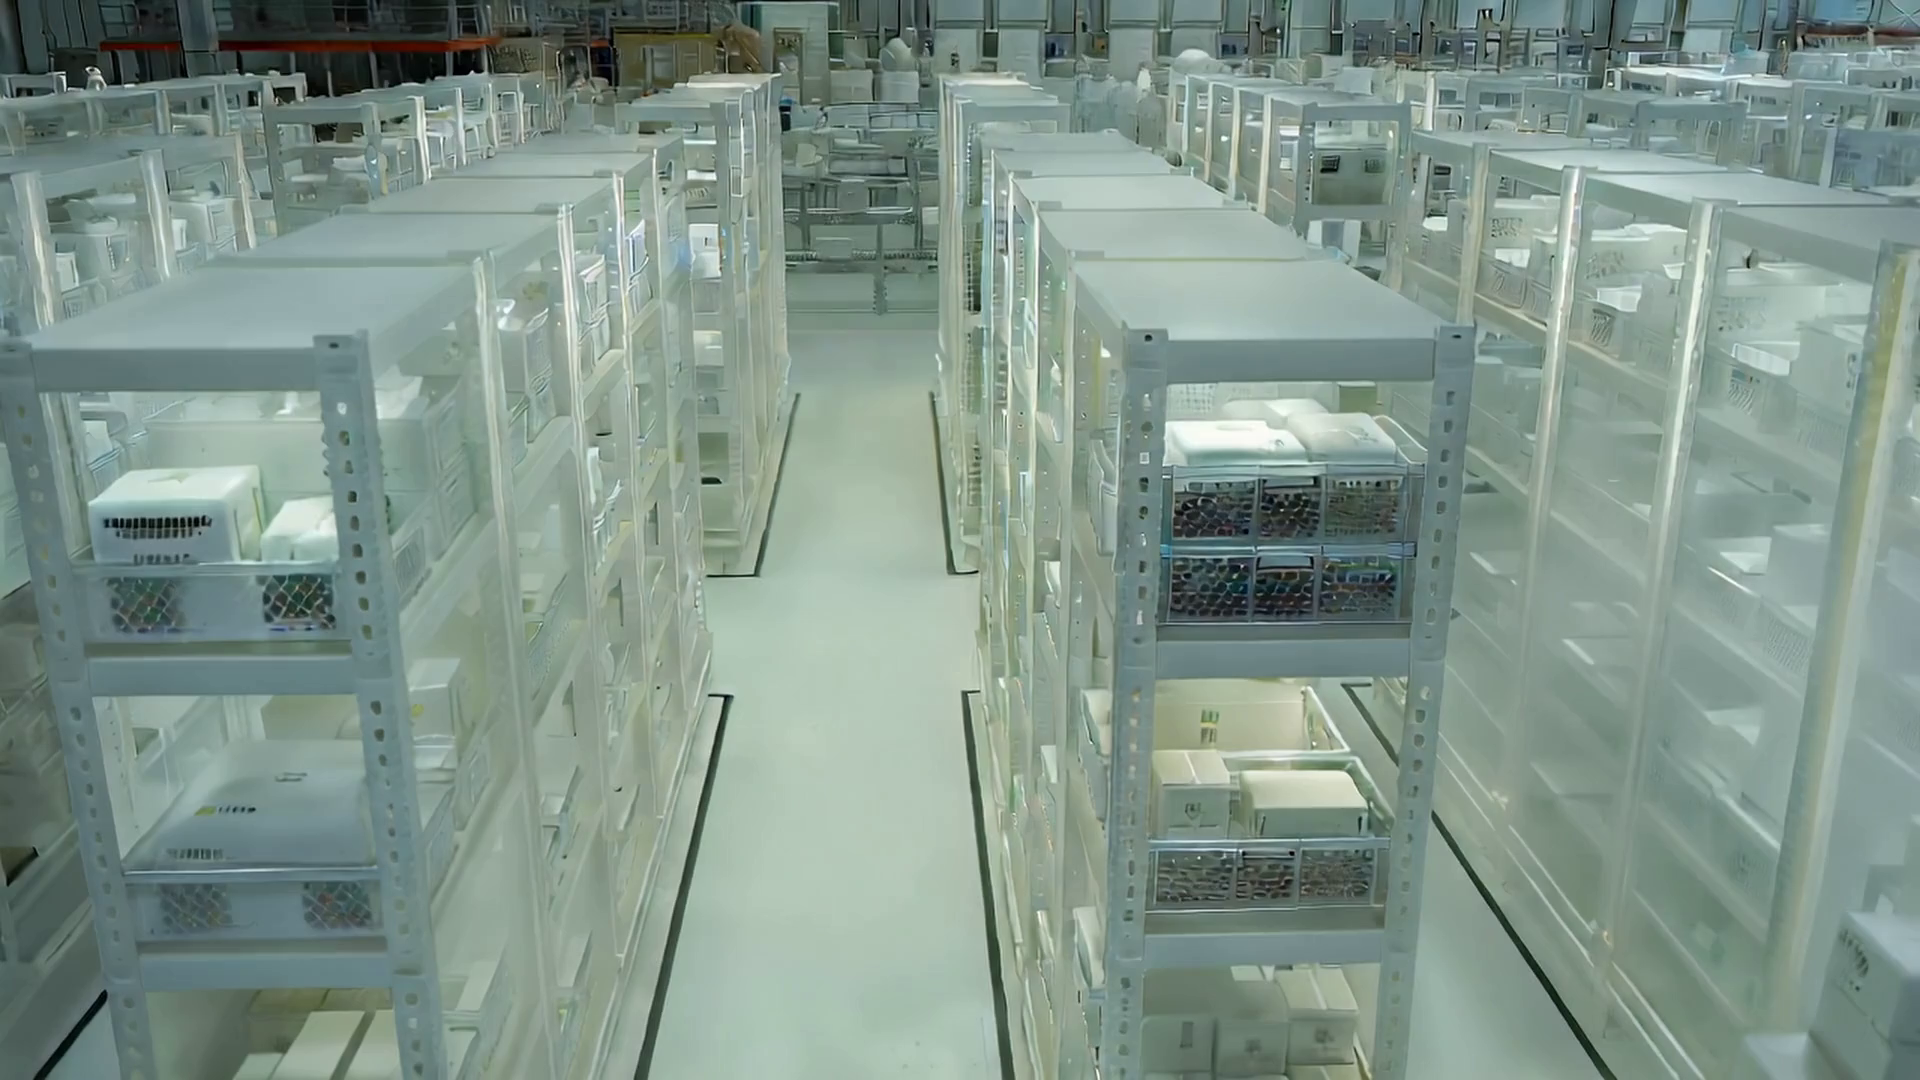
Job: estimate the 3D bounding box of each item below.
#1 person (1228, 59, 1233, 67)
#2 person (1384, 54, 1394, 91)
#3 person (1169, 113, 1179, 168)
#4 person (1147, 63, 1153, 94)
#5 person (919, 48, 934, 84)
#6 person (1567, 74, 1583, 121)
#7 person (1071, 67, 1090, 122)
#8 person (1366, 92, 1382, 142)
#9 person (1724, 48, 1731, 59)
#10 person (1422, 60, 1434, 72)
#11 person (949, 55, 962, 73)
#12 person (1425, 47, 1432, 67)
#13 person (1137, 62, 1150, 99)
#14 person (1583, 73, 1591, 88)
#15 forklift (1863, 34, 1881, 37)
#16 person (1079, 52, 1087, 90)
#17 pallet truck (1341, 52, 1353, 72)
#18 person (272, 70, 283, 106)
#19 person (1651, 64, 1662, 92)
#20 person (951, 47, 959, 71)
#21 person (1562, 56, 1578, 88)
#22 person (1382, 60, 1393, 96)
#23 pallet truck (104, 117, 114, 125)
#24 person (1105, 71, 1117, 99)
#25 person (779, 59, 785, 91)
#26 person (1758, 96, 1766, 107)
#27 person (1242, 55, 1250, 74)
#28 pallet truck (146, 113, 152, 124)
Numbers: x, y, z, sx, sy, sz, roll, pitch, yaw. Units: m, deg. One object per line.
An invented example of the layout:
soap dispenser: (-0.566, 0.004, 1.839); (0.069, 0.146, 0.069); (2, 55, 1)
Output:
person: (13.084, -22.472, 80.700); (0.928, 1.684, 0.498); (10, 20, 28)
person: (21.795, -23.818, 84.709); (0.511, 1.794, 0.970); (-11, 21, -30)
person: (5.137, -9.362, 40.021); (0.309, 1.769, 0.523); (-3, 18, -10)
person: (8.409, -20.309, 73.898); (0.395, 1.750, 0.536); (-3, 18, -10)
person: (-1.857, -26.135, 91.719); (1.000, 1.904, 0.607); (14, 23, 37)
person: (21.335, -15.219, 57.868); (0.364, 1.935, 0.552); (-11, 21, -30)
person: (4.535, -16.746, 62.480); (0.827, 2.017, 0.613); (-12, 22, -33)
person: (11.991, -12.101, 48.415); (0.624, 1.807, 0.718); (-1, 18, -2)
person: (41.551, -25.688, 90.263); (0.366, 1.938, 0.630); (1, 18, 2)
person: (20.480, -20.045, 72.843); (0.581, 1.919, 0.395); (-5, 19, -15)
person: (-0.242, -22.465, 80.360); (0.727, 1.888, 0.571); (-13, 22, -35)
person: (26.030, -26.385, 92.425); (0.359, 1.936, 0.544); (-1, 18, -4)
person: (7.455, -18.419, 67.684); (0.400, 1.990, 0.624); (-15, 23, -39)
person: (24.292, -17.196, 64.415); (0.334, 1.693, 0.590); (-5, 18, -14)
forklift: (44.131, -23.197, 81.047); (1.129, 2.768, 1.873); (-1, 18, -2)
person: (6.301, -24.027, 85.203); (0.441, 1.910, 0.636); (-2, 18, -5)
pallet truck: (18.794, -23.123, 82.231); (0.823, 1.965, 1.885); (-13, 22, -35)
person: (-25.860, -16.820, 62.945); (0.472, 1.871, 0.583); (0, 18, -1)
person: (31.572, -20.843, 75.350); (0.623, 1.889, 0.728); (-17, 24, -42)
person: (-0.323, -26.568, 92.990); (0.552, 1.933, 0.372); (-14, 23, -38)
person: (28.188, -21.383, 76.952); (0.627, 1.934, 0.370); (7, 19, 21)
person: (20.510, -22.213, 79.964); (0.536, 1.641, 0.885); (-4, 18, -11)
pallet truck: (-18.367, -7.885, 35.078); (1.885, 1.965, 0.823); (1, 18, 2)
person: (5.662, -16.588, 62.244); (0.544, 1.859, 0.329); (15, 23, 40)
person: (-8.701, -22.744, 81.311); (0.429, 1.843, 0.627); (-7, 19, -22)
person: (32.761, -18.431, 67.782); (0.526, 1.954, 0.609); (10, 21, 29)
person: (14.325, -23.367, 83.329); (0.972, 1.797, 0.637); (1, 18, 2)
pallet truck: (-18.087, -8.309, 36.390); (1.885, 1.965, 0.823); (-1, 18, -4)
